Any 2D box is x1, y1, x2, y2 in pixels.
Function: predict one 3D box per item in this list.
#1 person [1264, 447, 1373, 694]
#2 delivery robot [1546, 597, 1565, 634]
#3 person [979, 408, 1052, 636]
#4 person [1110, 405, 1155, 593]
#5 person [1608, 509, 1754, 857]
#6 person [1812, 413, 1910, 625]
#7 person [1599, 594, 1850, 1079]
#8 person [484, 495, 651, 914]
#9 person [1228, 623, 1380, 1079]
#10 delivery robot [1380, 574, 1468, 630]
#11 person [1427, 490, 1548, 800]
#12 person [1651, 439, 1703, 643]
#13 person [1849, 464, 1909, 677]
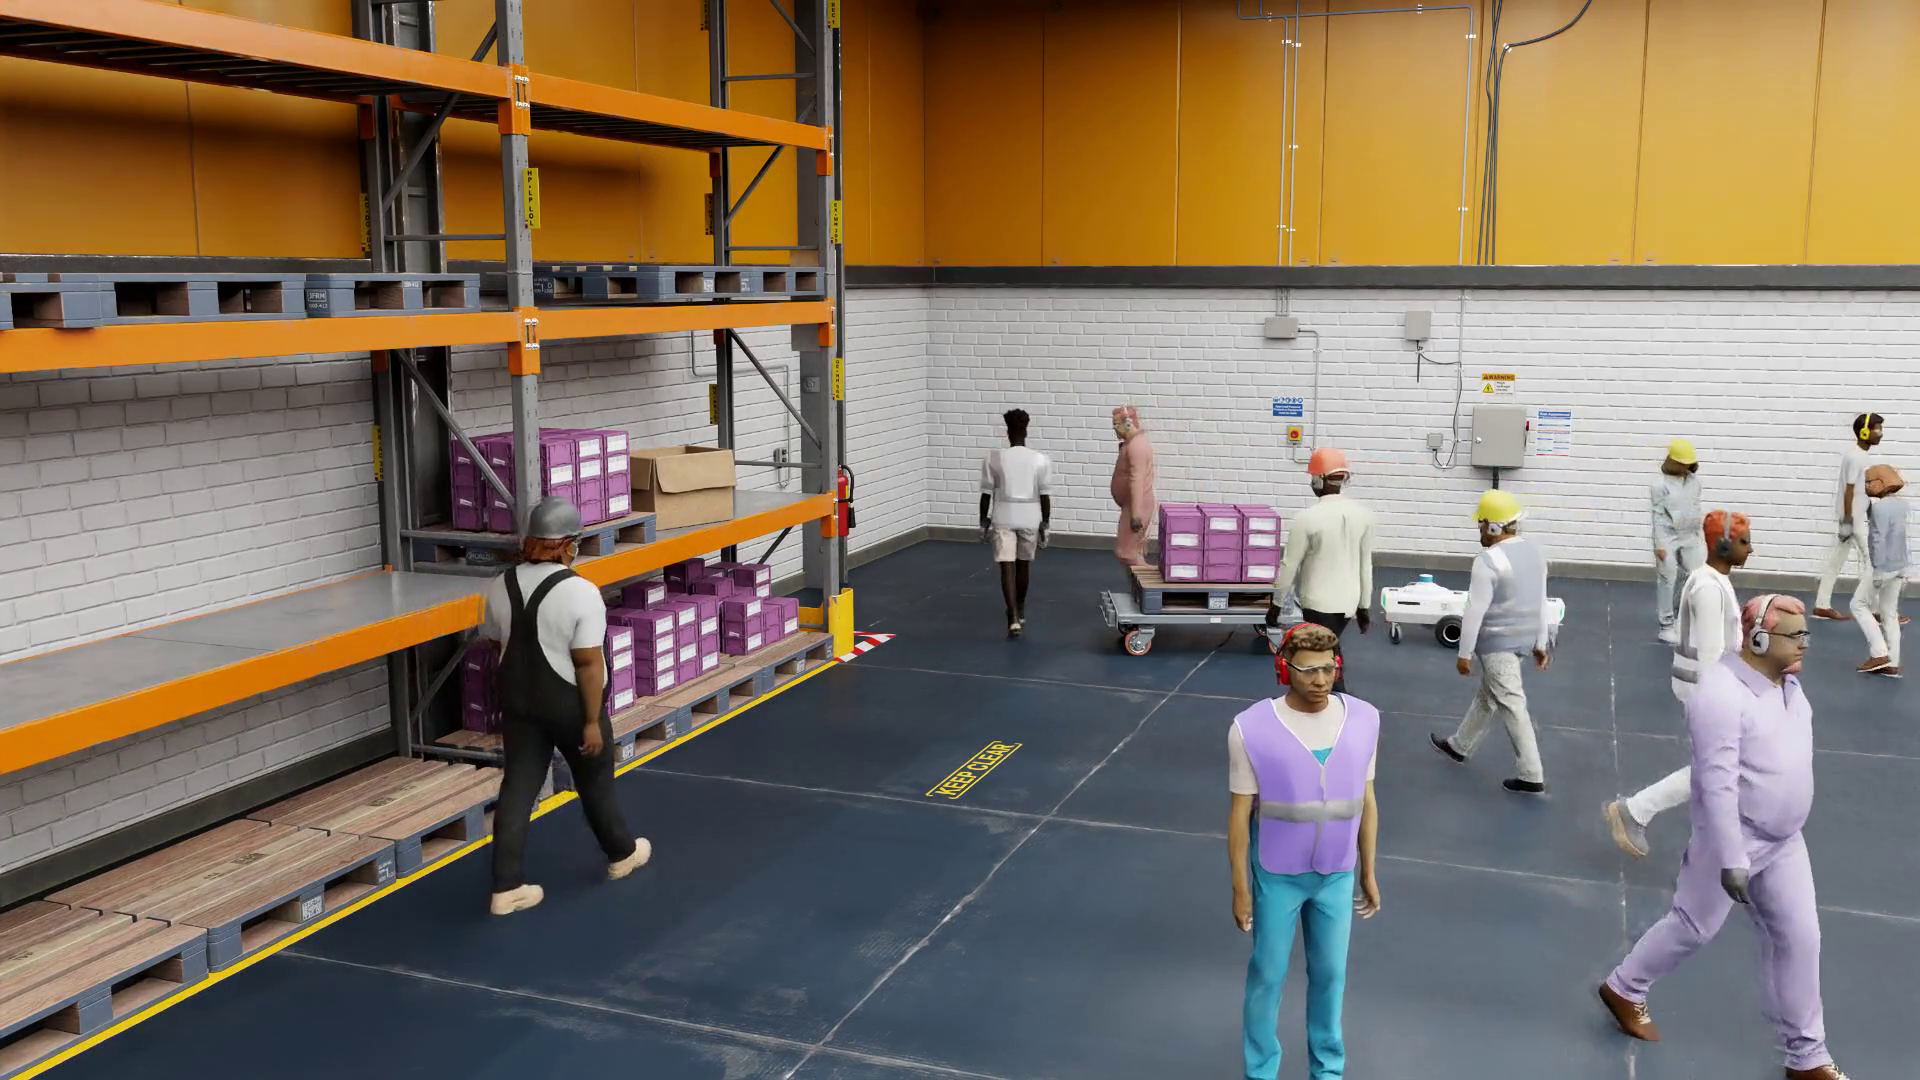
[{"bbox_3d":[2.240,0.383,10.599,0.616,1.950,0.981,-6,11,-33],"label":"person"},{"bbox_3d":[4.510,0.576,13.456,0.707,0.478,0.477,2,9,14],"label":"delivery robot"},{"bbox_3d":[0.475,-0.164,14.161,0.611,1.921,1.023,-1,9,-8],"label":"person"},{"bbox_3d":[1.582,-0.261,14.857,0.486,1.889,0.691,1,9,8],"label":"person"},{"bbox_3d":[3.738,0.769,8.414,0.649,1.871,0.596,5,10,28],"label":"person"},{"bbox_3d":[7.921,-0.180,14.483,0.854,1.835,0.542,4,10,25],"label":"person"},{"bbox_3d":[2.949,1.108,6.328,0.640,1.864,0.975,-5,11,-31],"label":"person"},{"bbox_3d":[-1.946,0.738,8.081,0.692,2.000,1.007,4,10,25],"label":"person"},{"bbox_3d":[1.210,1.184,5.934,0.567,1.839,0.382,-2,9,-14],"label":"person"},{"bbox_3d":[3.845,0.529,13.755,0.707,0.478,0.477,3,9,17],"label":"delivery robot"},{"bbox_3d":[3.149,0.585,9.863,0.598,1.772,0.956,-7,11,-37],"label":"person"},{"bbox_3d":[5.886,0.018,13.642,0.527,1.703,0.424,-2,9,-14],"label":"person"},{"bbox_3d":[6.995,0.232,12.596,0.535,1.607,0.391,-7,11,-38],"label":"person"}]
